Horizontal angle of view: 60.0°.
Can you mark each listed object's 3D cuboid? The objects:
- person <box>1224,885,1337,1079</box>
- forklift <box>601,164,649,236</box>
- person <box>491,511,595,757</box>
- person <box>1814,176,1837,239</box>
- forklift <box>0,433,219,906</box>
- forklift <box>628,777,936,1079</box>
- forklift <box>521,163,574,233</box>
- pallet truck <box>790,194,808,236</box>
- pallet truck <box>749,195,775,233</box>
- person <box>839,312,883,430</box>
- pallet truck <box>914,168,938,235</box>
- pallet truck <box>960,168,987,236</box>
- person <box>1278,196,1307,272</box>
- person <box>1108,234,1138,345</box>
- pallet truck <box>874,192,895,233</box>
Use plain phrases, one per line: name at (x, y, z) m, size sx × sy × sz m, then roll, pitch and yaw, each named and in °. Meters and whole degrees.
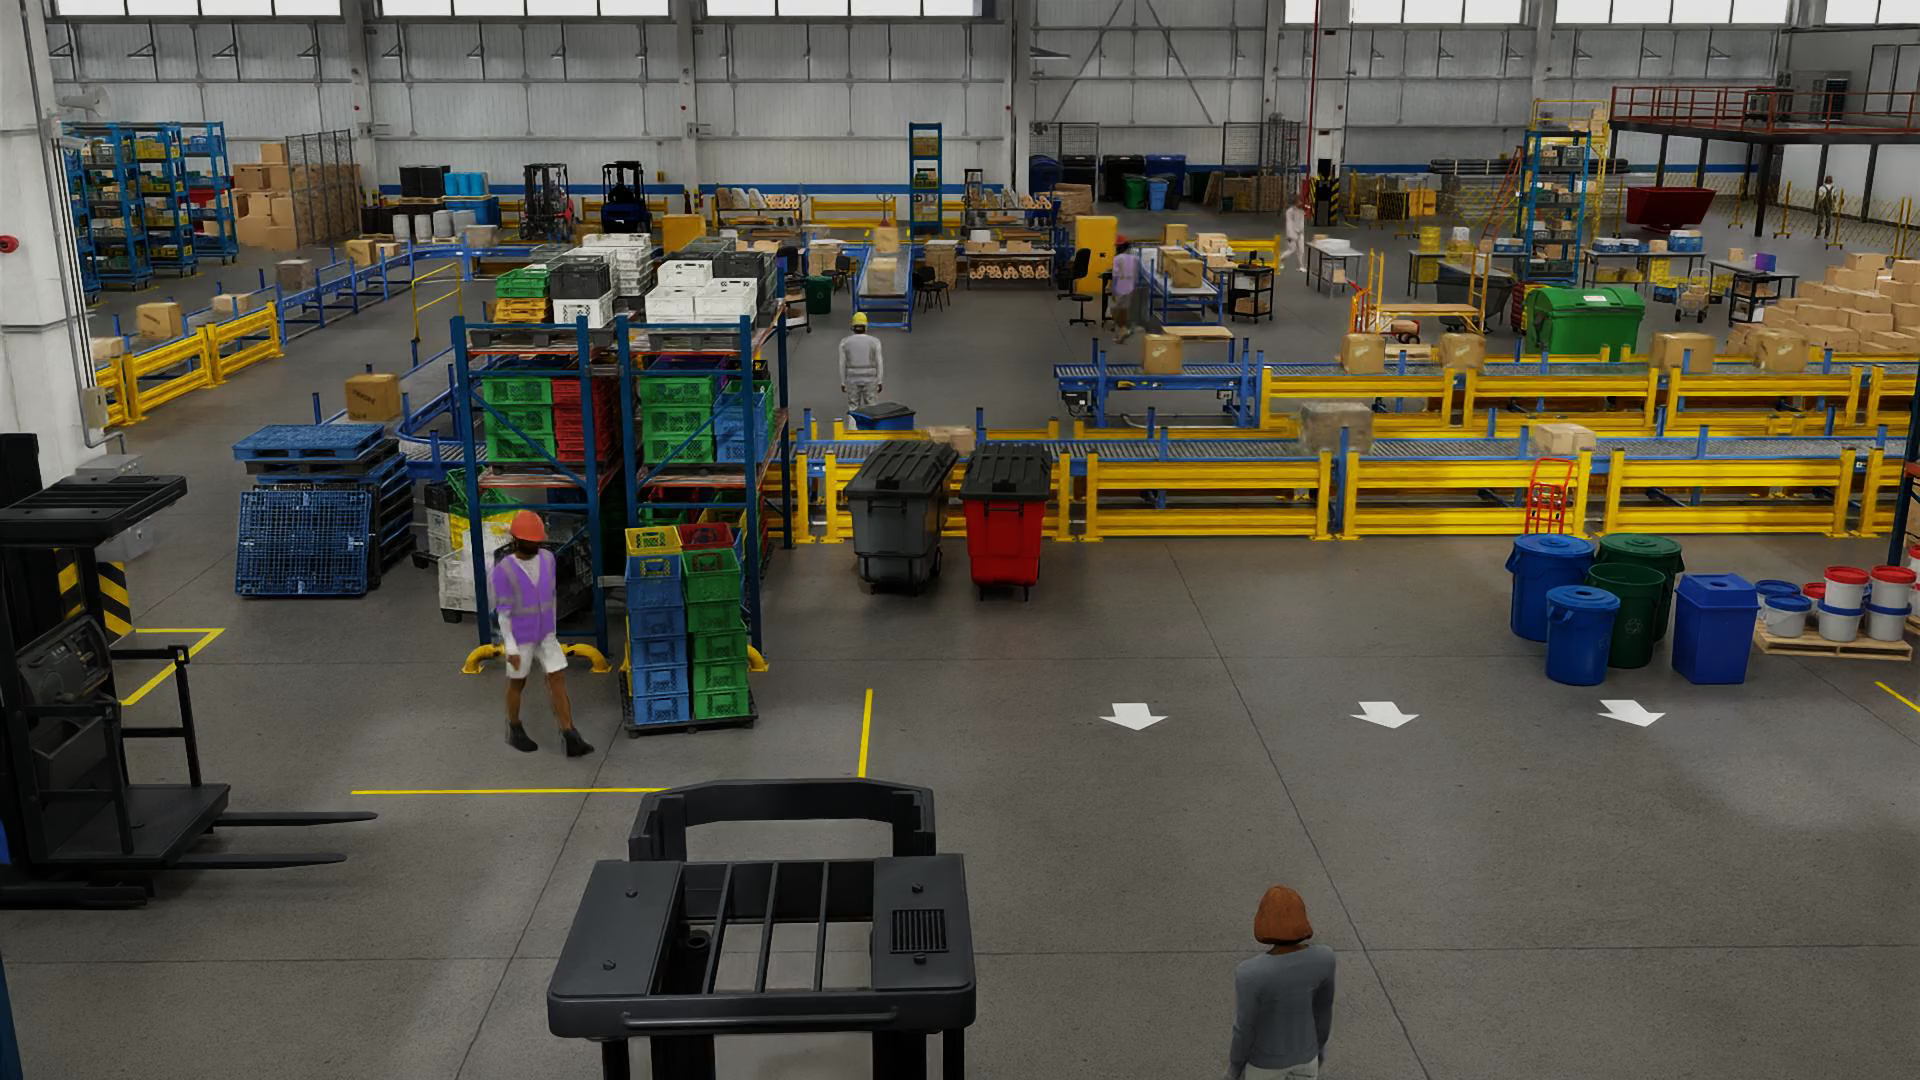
person at (1.406, 2.287, 7.349) m, size 0.498 × 1.633 × 0.279 m, roll -6°, pitch 17°, yaw -19°
forklift at (-9.948, -10.127, 49.296) m, size 1.157 × 1.987 × 2.680 m, roll -1°, pitch 16°, yaw -3°
person at (-3.101, 0.725, 12.295) m, size 0.938 × 1.894 × 0.569 m, roll 14°, pitch 21°, yaw 41°
person at (25.477, -9.791, 48.966) m, size 0.517 × 1.836 × 0.341 m, roll 2°, pitch 16°, yaw 8°
forklift at (-5.952, 0.780, 10.366) m, size 1.873 × 2.768 × 1.129 m, roll 0°, pitch 16°, yaw -1°
forklift at (-0.542, 2.165, 5.552) m, size 1.129 × 2.768 × 1.873 m, roll -1°, pitch 16°, yaw -2°
forklift at (-12.233, -10.122, 49.298) m, size 1.157 × 1.987 × 2.680 m, roll 0°, pitch 16°, yaw -1°
pallet truck at (-4.814, -9.883, 50.259) m, size 0.704 × 1.261 × 1.522 m, roll -1°, pitch 16°, yaw -3°
pallet truck at (-6.051, -9.967, 50.660) m, size 0.680 × 1.201 × 1.601 m, roll 0°, pitch 16°, yaw -1°
person at (-1.328, -2.163, 22.459) m, size 0.589 × 1.833 × 0.404 m, roll 0°, pitch 16°, yaw -1°
pallet truck at (-0.989, -10.316, 50.507) m, size 0.823 × 1.965 × 1.885 m, roll 1°, pitch 16°, yaw 3°
pallet truck at (0.383, -10.230, 50.206) m, size 0.823 × 1.965 × 1.885 m, roll -1°, pitch 16°, yaw -3°
person at (8.278, -7.600, 41.275) m, size 0.664 × 1.883 × 0.707 m, roll -15°, pitch 22°, yaw -42°
person at (3.005, -4.608, 30.646) m, size 0.614 × 2.007 × 0.521 m, roll -12°, pitch 20°, yaw -35°
pallet truck at (-2.277, -9.986, 50.594) m, size 0.653 × 1.274 × 1.630 m, roll 0°, pitch 16°, yaw -1°
